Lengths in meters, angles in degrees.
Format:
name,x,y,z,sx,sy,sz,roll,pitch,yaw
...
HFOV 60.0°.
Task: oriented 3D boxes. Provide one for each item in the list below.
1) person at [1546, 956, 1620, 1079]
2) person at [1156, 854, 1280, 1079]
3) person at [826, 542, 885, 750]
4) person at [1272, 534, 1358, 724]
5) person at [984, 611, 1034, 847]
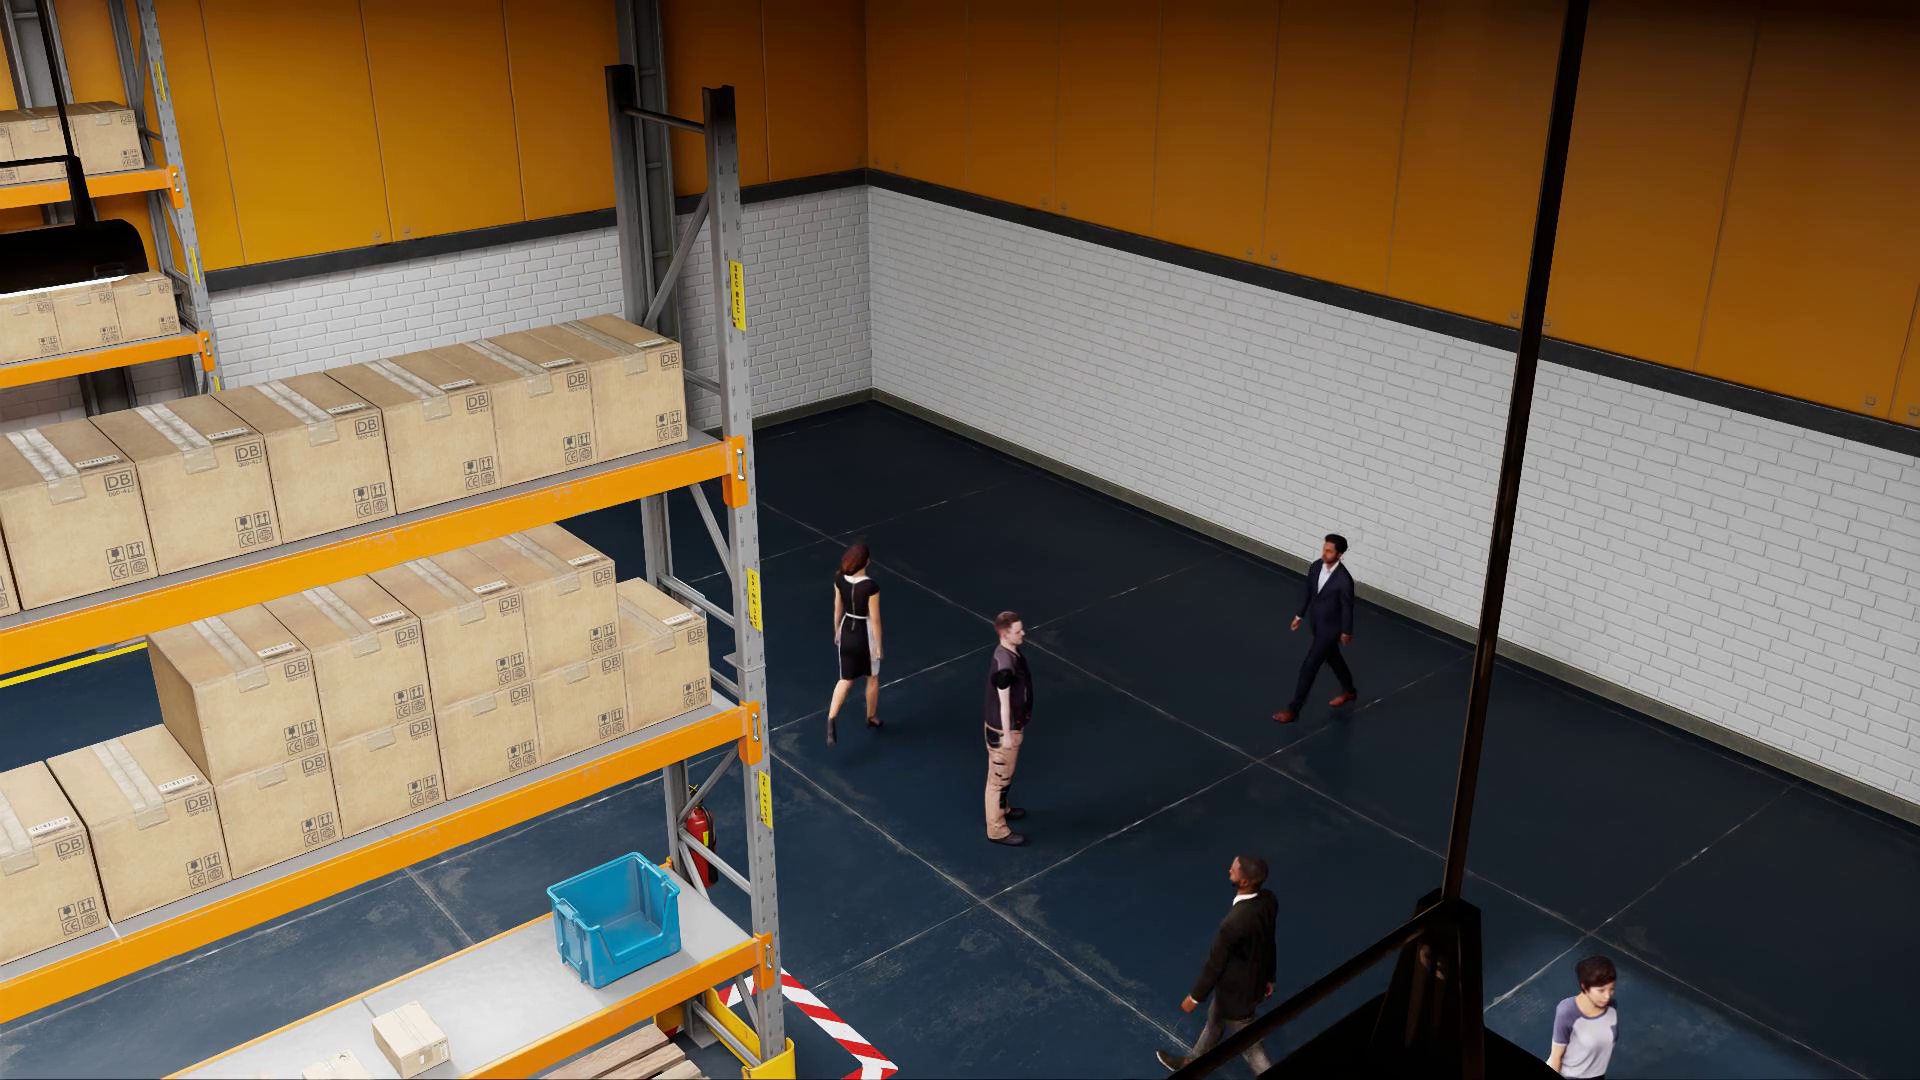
name,x,y,z,sx,sy,sz,roll,pitch,yaw
person,3.397,2.933,9.170,0.548,1.565,0.683,-10,25,-22
person,1.698,2.653,9.579,0.959,1.750,1.212,15,28,31
person,-0.863,0.889,13.581,0.862,1.777,1.114,12,27,26
person,3.164,0.730,14.065,1.231,1.680,0.874,-10,25,-21
person,0.328,1.360,12.424,0.830,1.841,0.770,2,24,5
